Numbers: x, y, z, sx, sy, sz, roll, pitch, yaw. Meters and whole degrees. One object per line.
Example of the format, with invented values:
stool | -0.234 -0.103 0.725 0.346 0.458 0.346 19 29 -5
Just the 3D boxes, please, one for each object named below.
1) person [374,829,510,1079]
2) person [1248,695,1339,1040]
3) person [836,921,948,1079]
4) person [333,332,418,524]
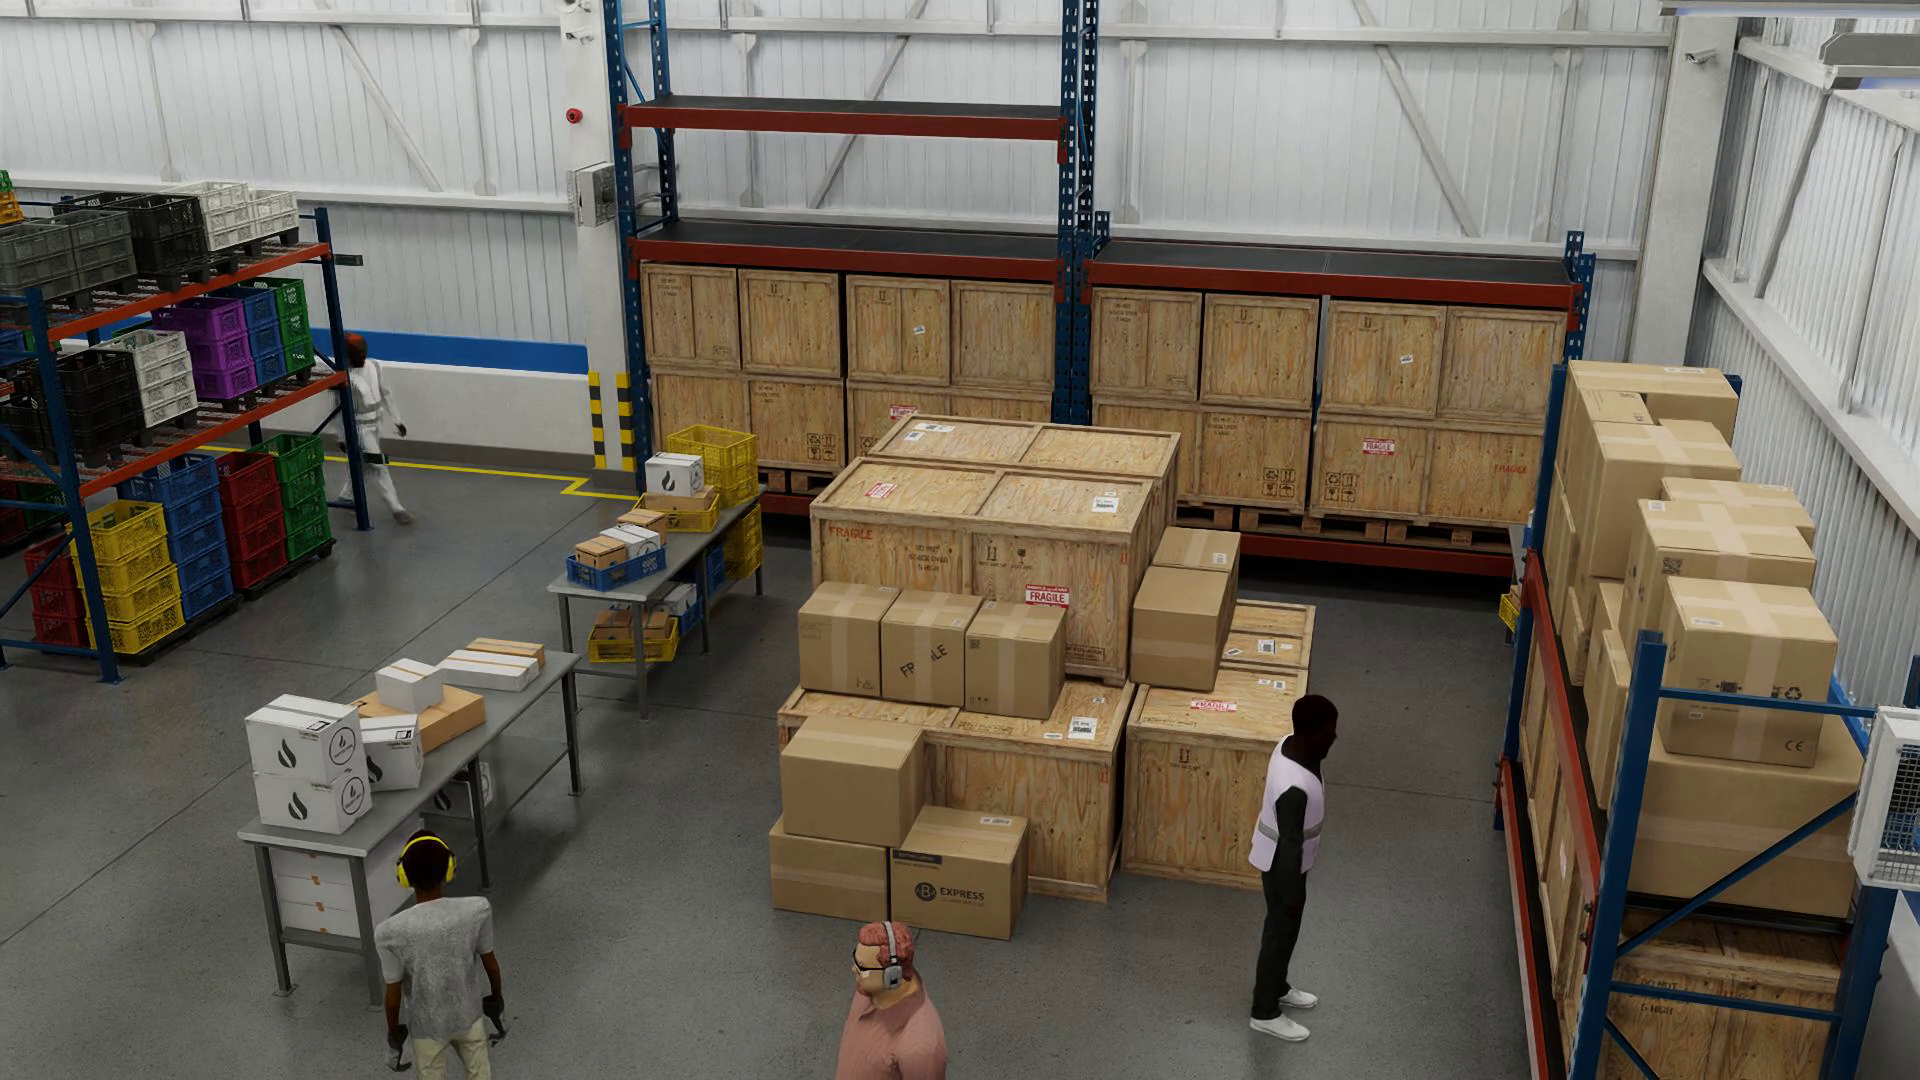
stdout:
person | -2.248 2.110 7.264 0.537 1.869 0.312 -12 24 -29
person | 1.672 1.645 8.437 0.412 1.907 0.596 4 21 12
person | -0.289 2.344 6.600 0.407 1.910 0.640 -7 22 -19
person | -5.587 -1.068 15.632 0.804 1.865 0.599 7 22 19
